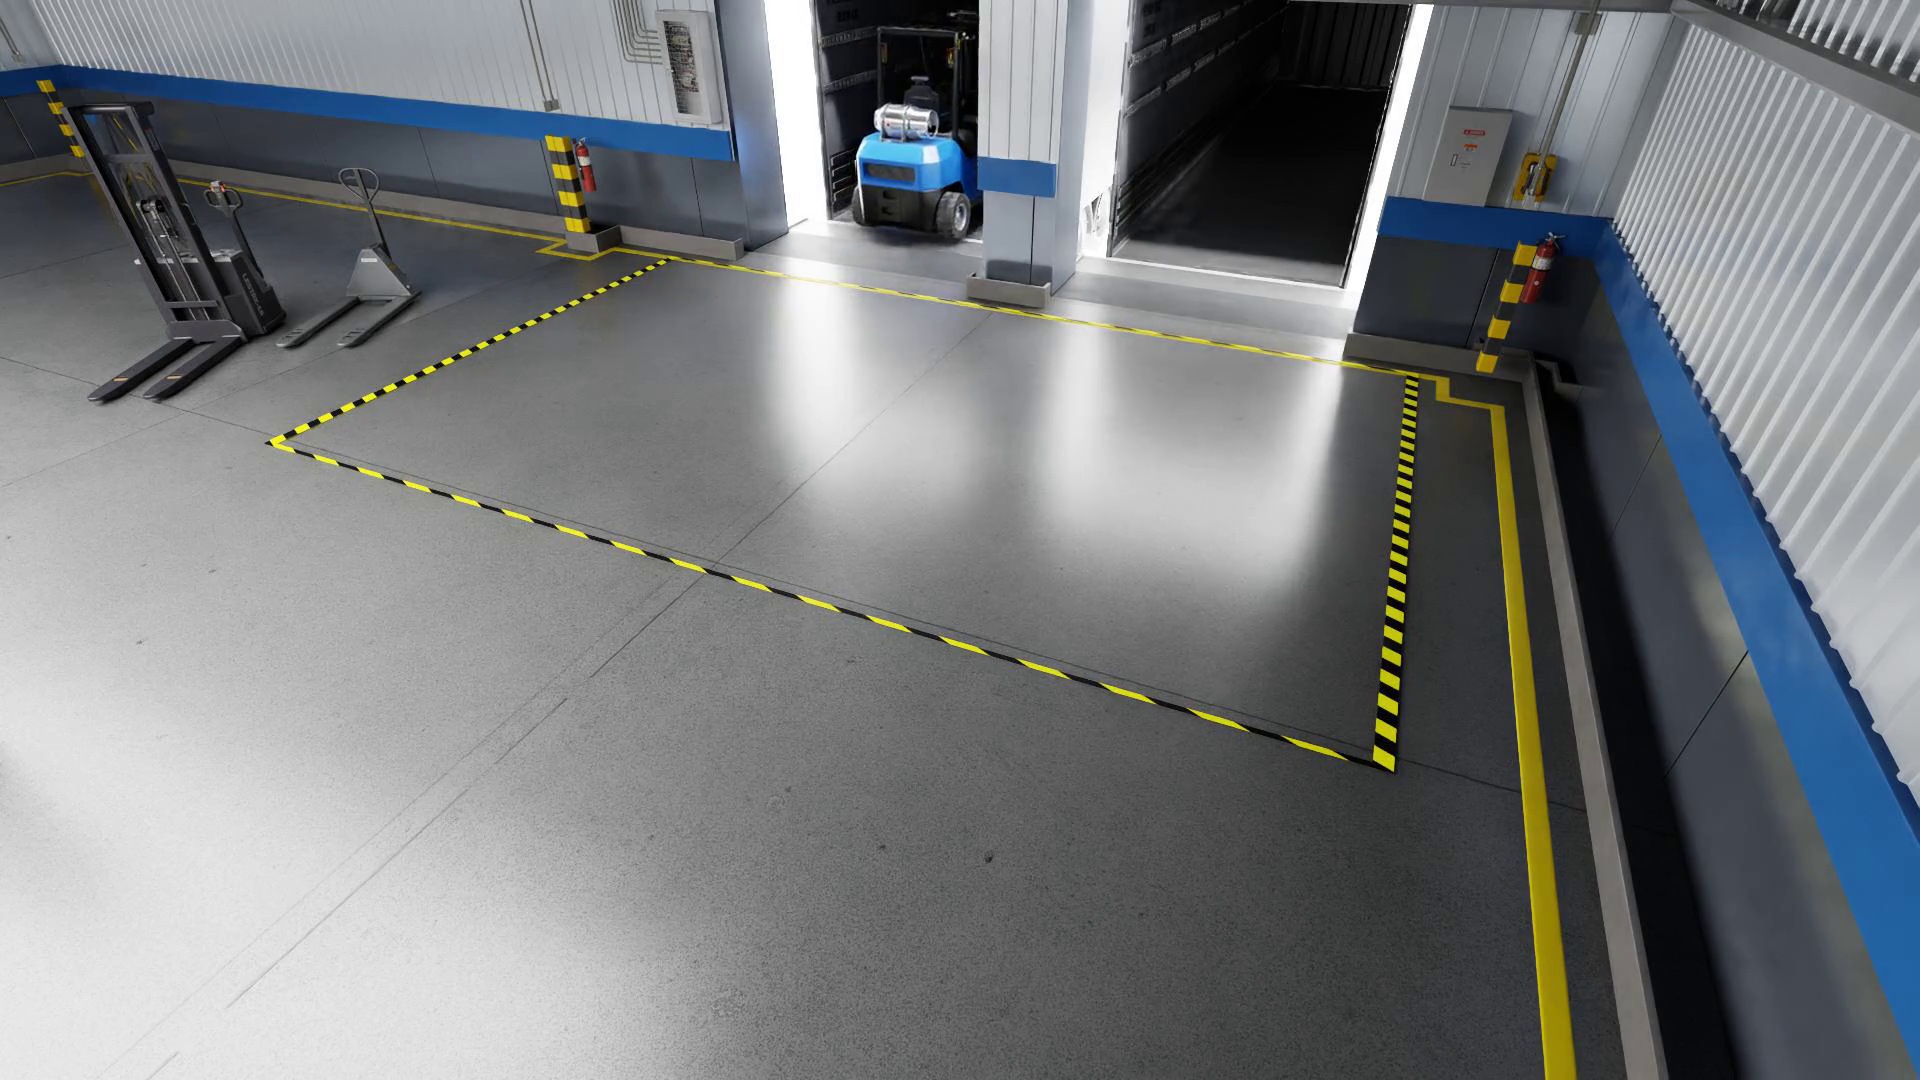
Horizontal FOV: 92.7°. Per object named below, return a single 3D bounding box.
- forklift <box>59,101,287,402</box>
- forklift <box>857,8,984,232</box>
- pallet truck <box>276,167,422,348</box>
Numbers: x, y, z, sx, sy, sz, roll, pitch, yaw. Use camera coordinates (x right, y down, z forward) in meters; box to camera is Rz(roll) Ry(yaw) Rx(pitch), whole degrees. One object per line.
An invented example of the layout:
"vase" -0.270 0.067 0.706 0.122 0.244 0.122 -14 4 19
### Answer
"forklift" -6.686 -2.387 7.434 0.823 1.965 1.885 -3 35 -5
"forklift" -0.201 -5.084 10.963 1.157 2.036 2.680 16 38 21
"pallet truck" -5.732 -2.611 8.414 0.680 1.201 1.601 -1 35 -1
